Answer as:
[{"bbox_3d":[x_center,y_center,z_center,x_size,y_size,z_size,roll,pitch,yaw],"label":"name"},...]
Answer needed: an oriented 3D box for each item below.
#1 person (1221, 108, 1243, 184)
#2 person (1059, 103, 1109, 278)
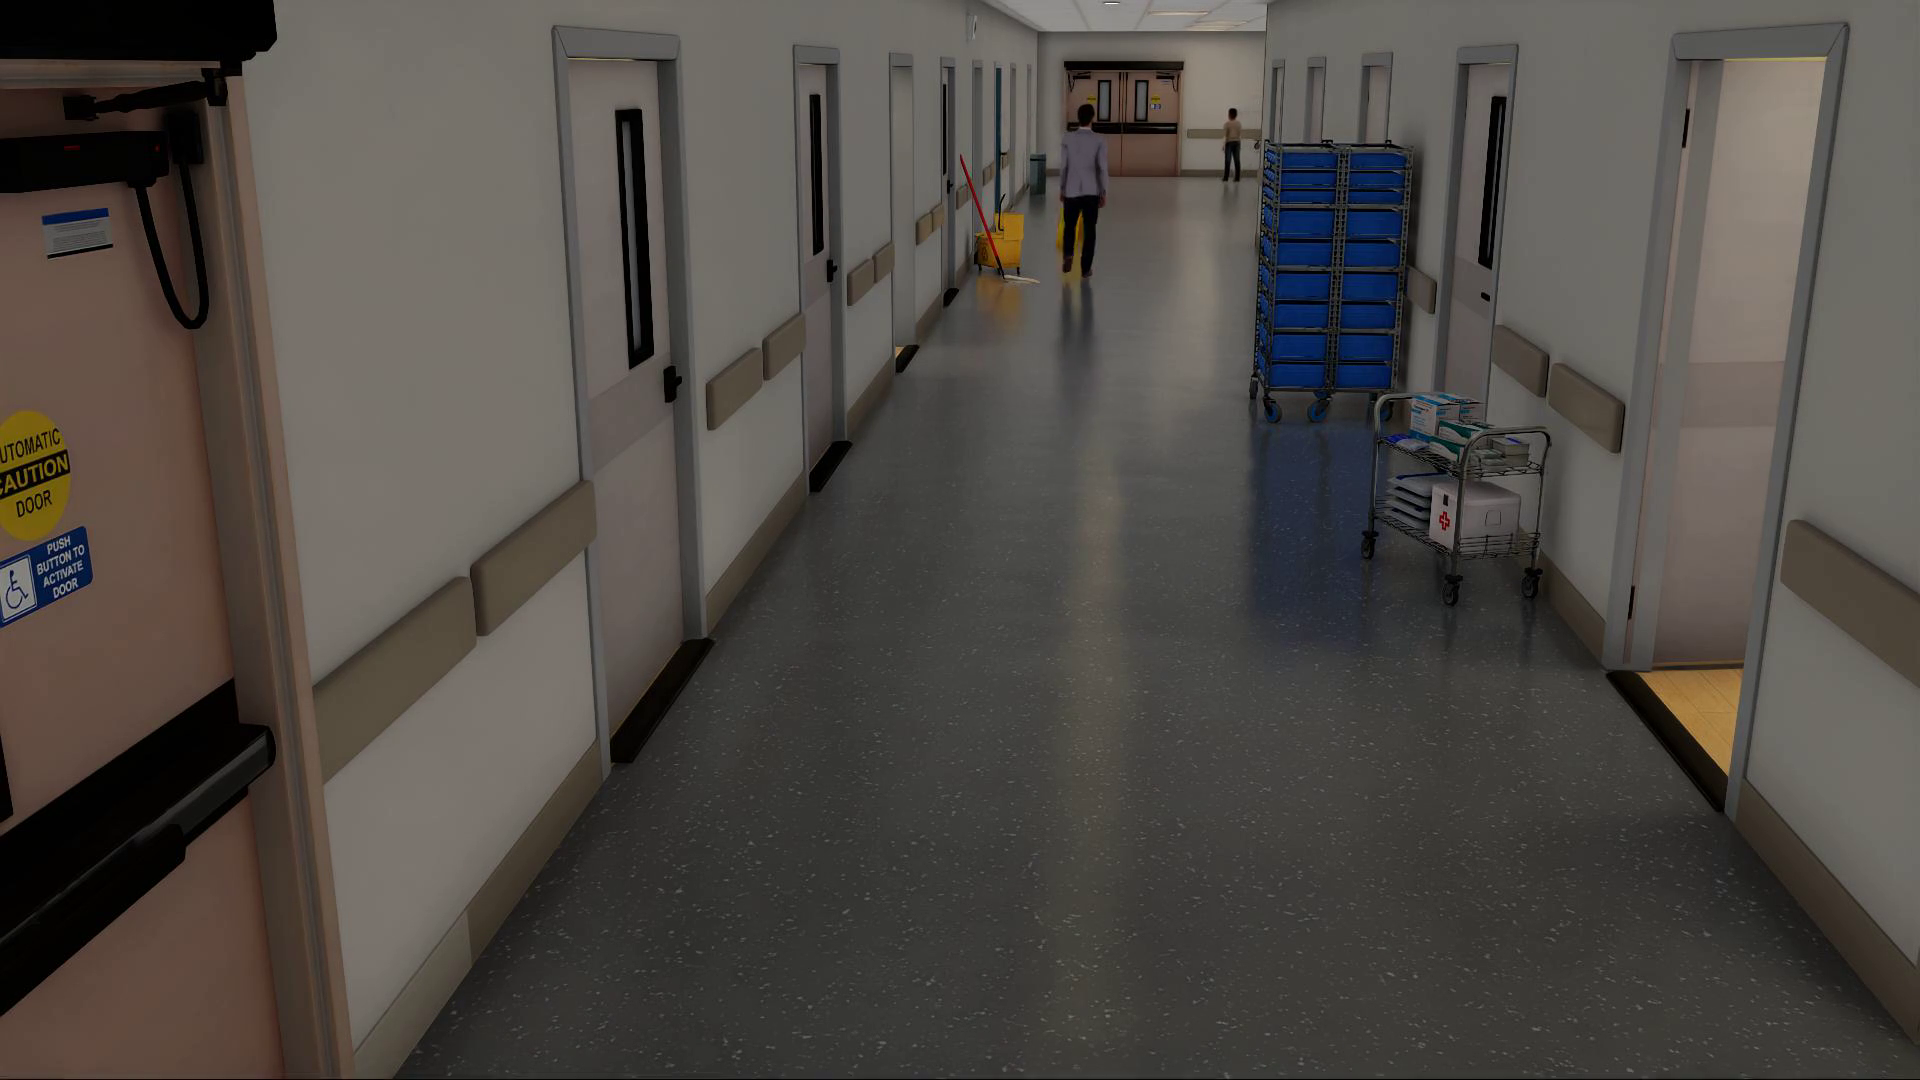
[{"bbox_3d":[5.505,-7.969,33.610,0.615,1.460,0.600,-3,16,-12],"label":"person"},{"bbox_3d":[1.310,-3.769,18.011,0.733,1.841,0.753,4,16,13],"label":"person"}]
